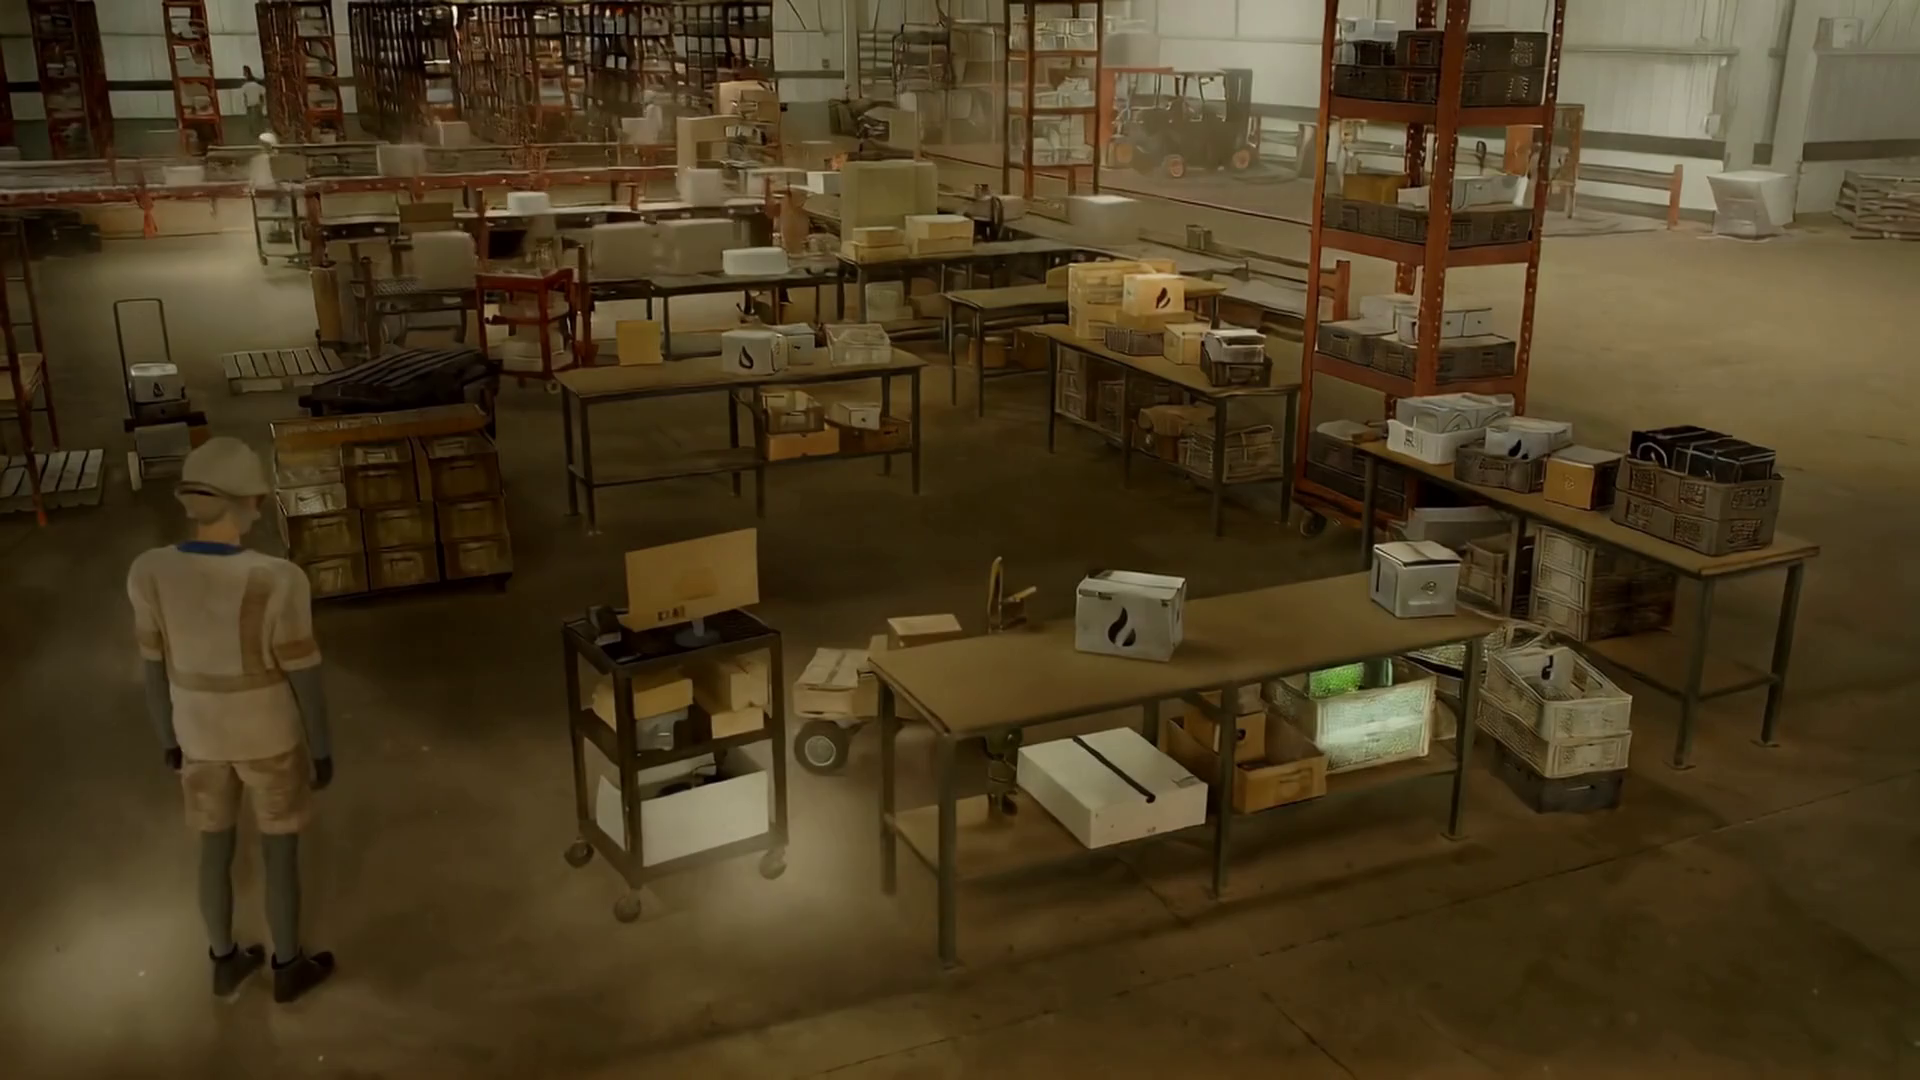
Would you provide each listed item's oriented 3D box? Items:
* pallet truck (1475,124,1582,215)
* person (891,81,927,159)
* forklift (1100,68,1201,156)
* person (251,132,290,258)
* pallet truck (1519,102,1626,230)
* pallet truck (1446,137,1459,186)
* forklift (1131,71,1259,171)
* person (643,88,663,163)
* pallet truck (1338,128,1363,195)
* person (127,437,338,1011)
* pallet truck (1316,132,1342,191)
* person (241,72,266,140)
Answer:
[{"bbox_3d":[9.707,-6.455,28.103,1.885,1.965,0.823,-7,19,-20],"label":"pallet truck"},{"bbox_3d":[-1.255,-9.546,38.085,1.058,1.838,0.659,-1,18,-2],"label":"person"},{"bbox_3d":[4.082,-9.564,37.410,2.680,1.987,1.157,-8,19,-23],"label":"forklift"},{"bbox_3d":[-9.713,-4.869,23.487,0.539,1.749,0.371,7,19,20],"label":"person"},{"bbox_3d":[9.972,-6.037,26.785,1.885,1.965,0.823,-9,20,-25],"label":"pallet truck"},{"bbox_3d":[9.184,-6.485,29.328,1.630,1.274,0.653,-8,19,-23],"label":"pallet truck"},{"bbox_3d":[4.998,-8.936,35.413,2.680,1.987,1.157,-9,20,-25],"label":"forklift"},{"bbox_3d":[-6.524,-8.629,35.249,0.425,1.817,0.595,3,18,9],"label":"person"},{"bbox_3d":[7.845,-7.140,31.411,1.522,1.261,0.704,-9,20,-25],"label":"pallet truck"},{"bbox_3d":[-2.437,0.648,5.684,0.619,2.029,0.410,2,18,5],"label":"person"},{"bbox_3d":[7.723,-7.504,32.656,1.601,1.201,0.680,-8,19,-23],"label":"pallet truck"},{"bbox_3d":[-19.072,-11.705,44.941,0.572,1.822,0.763,-8,19,-24],"label":"person"}]
